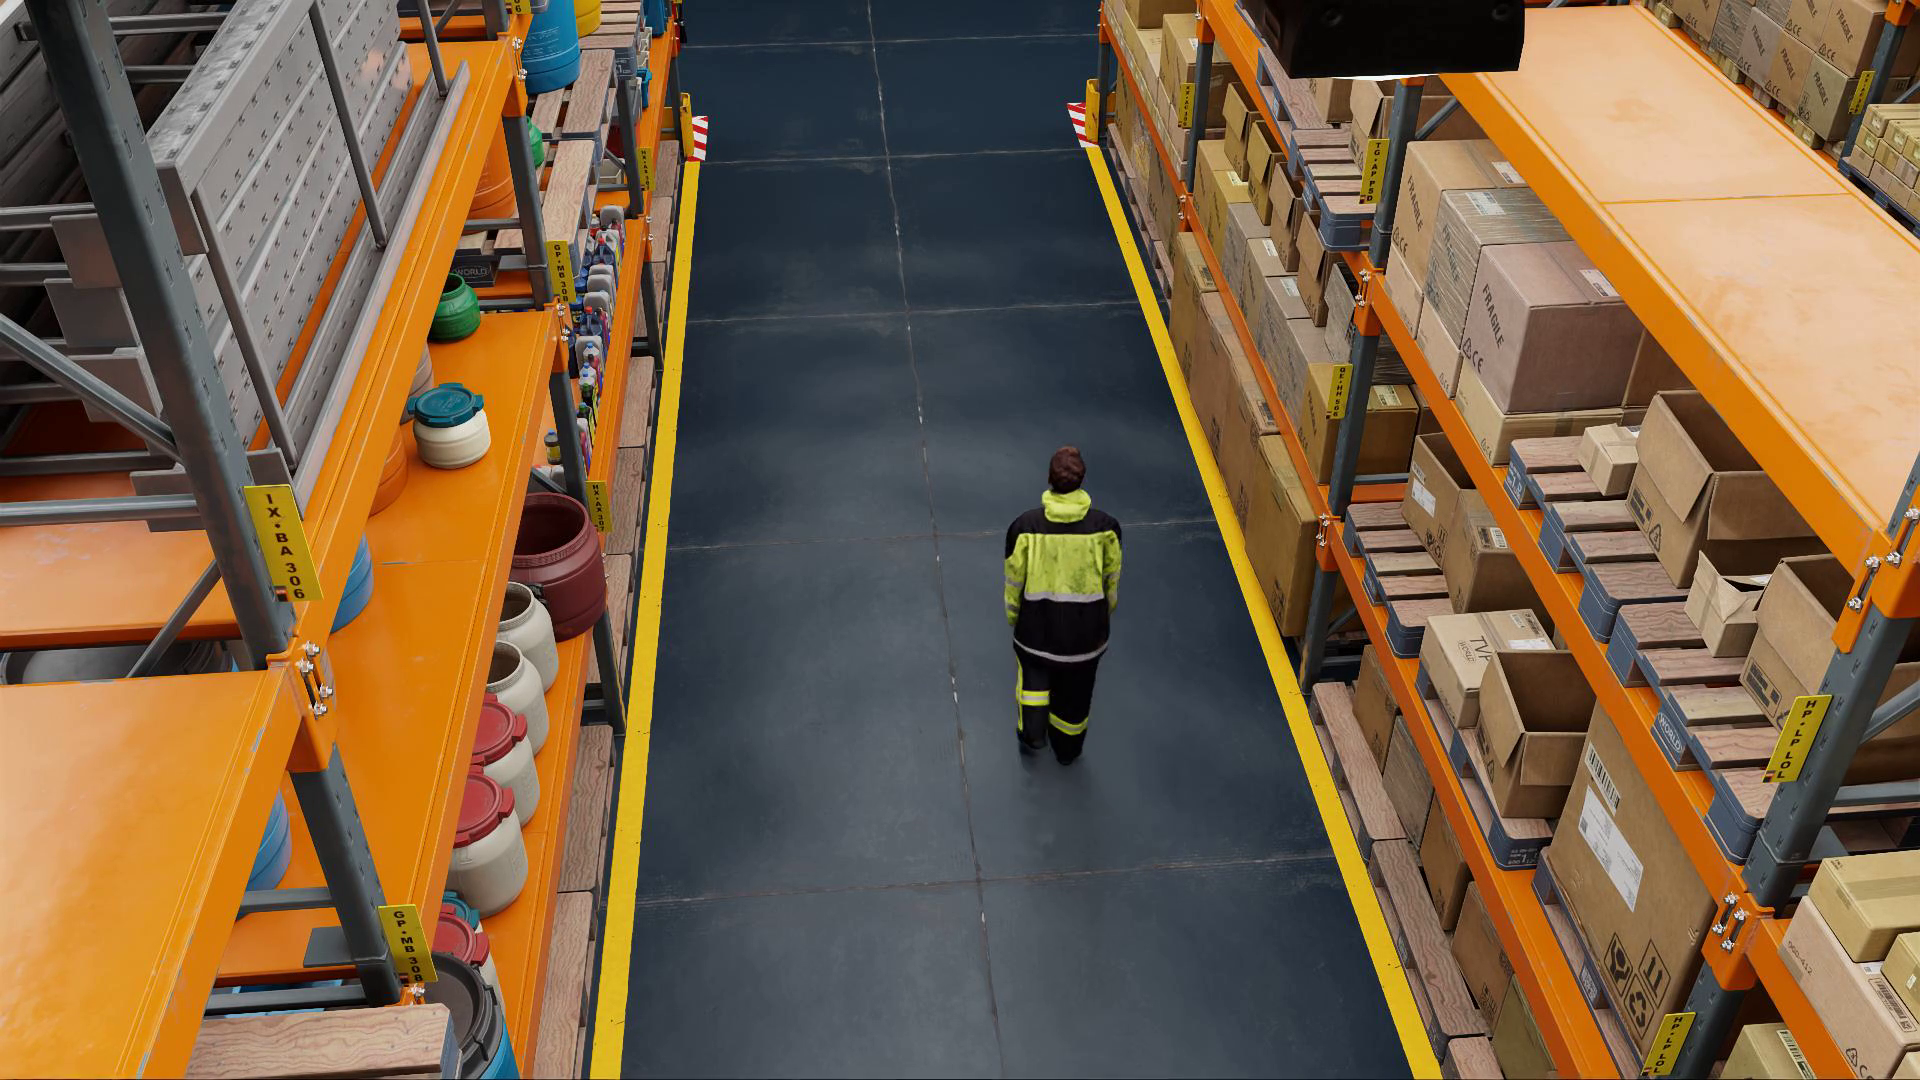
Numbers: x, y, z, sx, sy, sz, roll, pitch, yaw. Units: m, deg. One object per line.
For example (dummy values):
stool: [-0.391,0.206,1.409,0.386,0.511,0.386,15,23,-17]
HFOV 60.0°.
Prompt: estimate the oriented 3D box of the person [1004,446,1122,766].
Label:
person: [0.546,0.435,8.816,0.807,1.970,0.745,1,37,2]
